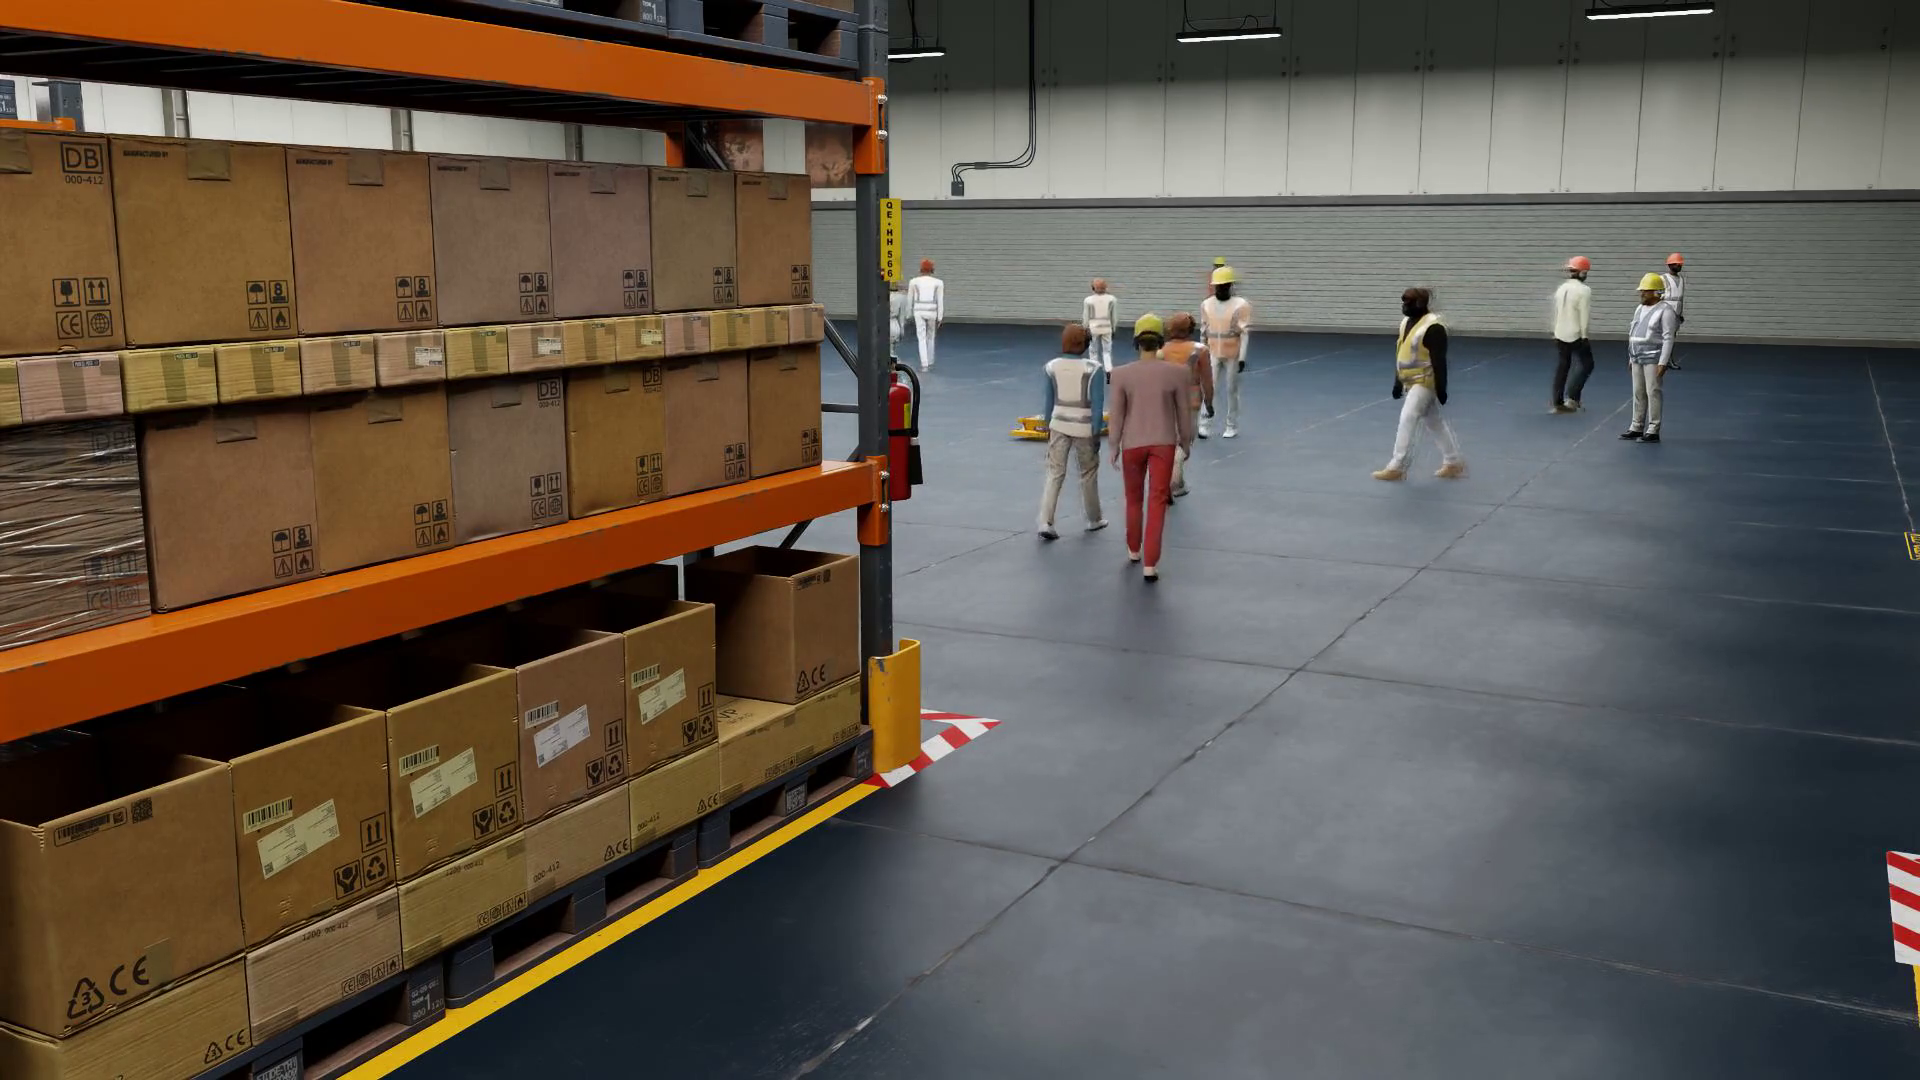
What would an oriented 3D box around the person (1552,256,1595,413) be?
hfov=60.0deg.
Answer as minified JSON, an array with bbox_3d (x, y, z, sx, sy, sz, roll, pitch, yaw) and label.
[{"bbox_3d":[7.744,-2.575,20.953,0.535,1.972,0.647,-4,11,-20],"label":"person"}]

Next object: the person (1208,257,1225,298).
[{"bbox_3d":[5.791,-5.443,37.183,0.545,1.754,0.364,-6,12,-29],"label":"person"}]

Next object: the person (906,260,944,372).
[{"bbox_3d":[-0.572,-3.697,27.481,0.594,1.840,0.978,-1,10,-7],"label":"person"}]

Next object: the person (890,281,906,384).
[{"bbox_3d":[-1.030,-2.944,23.654,0.353,1.734,0.490,7,12,32],"label":"person"}]

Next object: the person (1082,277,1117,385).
[{"bbox_3d":[2.066,-3.057,24.546,0.528,1.620,0.463,-1,10,-8],"label":"person"}]

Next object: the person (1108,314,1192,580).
[{"bbox_3d":[1.258,-0.626,11.041,0.533,1.719,0.898,2,11,12],"label":"person"}]

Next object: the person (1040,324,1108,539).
[{"bbox_3d":[0.835,-0.811,12.387,0.530,1.592,0.879,6,12,30],"label":"person"}]

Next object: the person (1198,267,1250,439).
[{"bbox_3d":[2.846,-2.025,18.194,0.610,1.880,0.954,6,12,31],"label":"person"}]

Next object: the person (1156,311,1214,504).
[{"bbox_3d":[1.842,-1.120,14.031,0.509,1.609,0.749,6,12,31],"label":"person"}]

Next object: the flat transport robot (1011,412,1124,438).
[{"bbox_3d":[1.244,-1.303,18.680,0.652,0.197,1.431,8,13,36],"label":"flat transport robot"}]

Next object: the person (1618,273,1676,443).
[{"bbox_3d":[7.460,-1.969,18.055,0.404,1.828,0.602,-3,11,-14],"label":"person"}]

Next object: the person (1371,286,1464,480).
[{"bbox_3d":[4.290,-1.441,15.311,0.921,1.796,0.613,-1,10,-5],"label":"person"}]

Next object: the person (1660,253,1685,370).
[{"bbox_3d":[11.865,-3.803,27.748,0.549,1.942,0.347,-4,11,-22],"label":"person"}]
